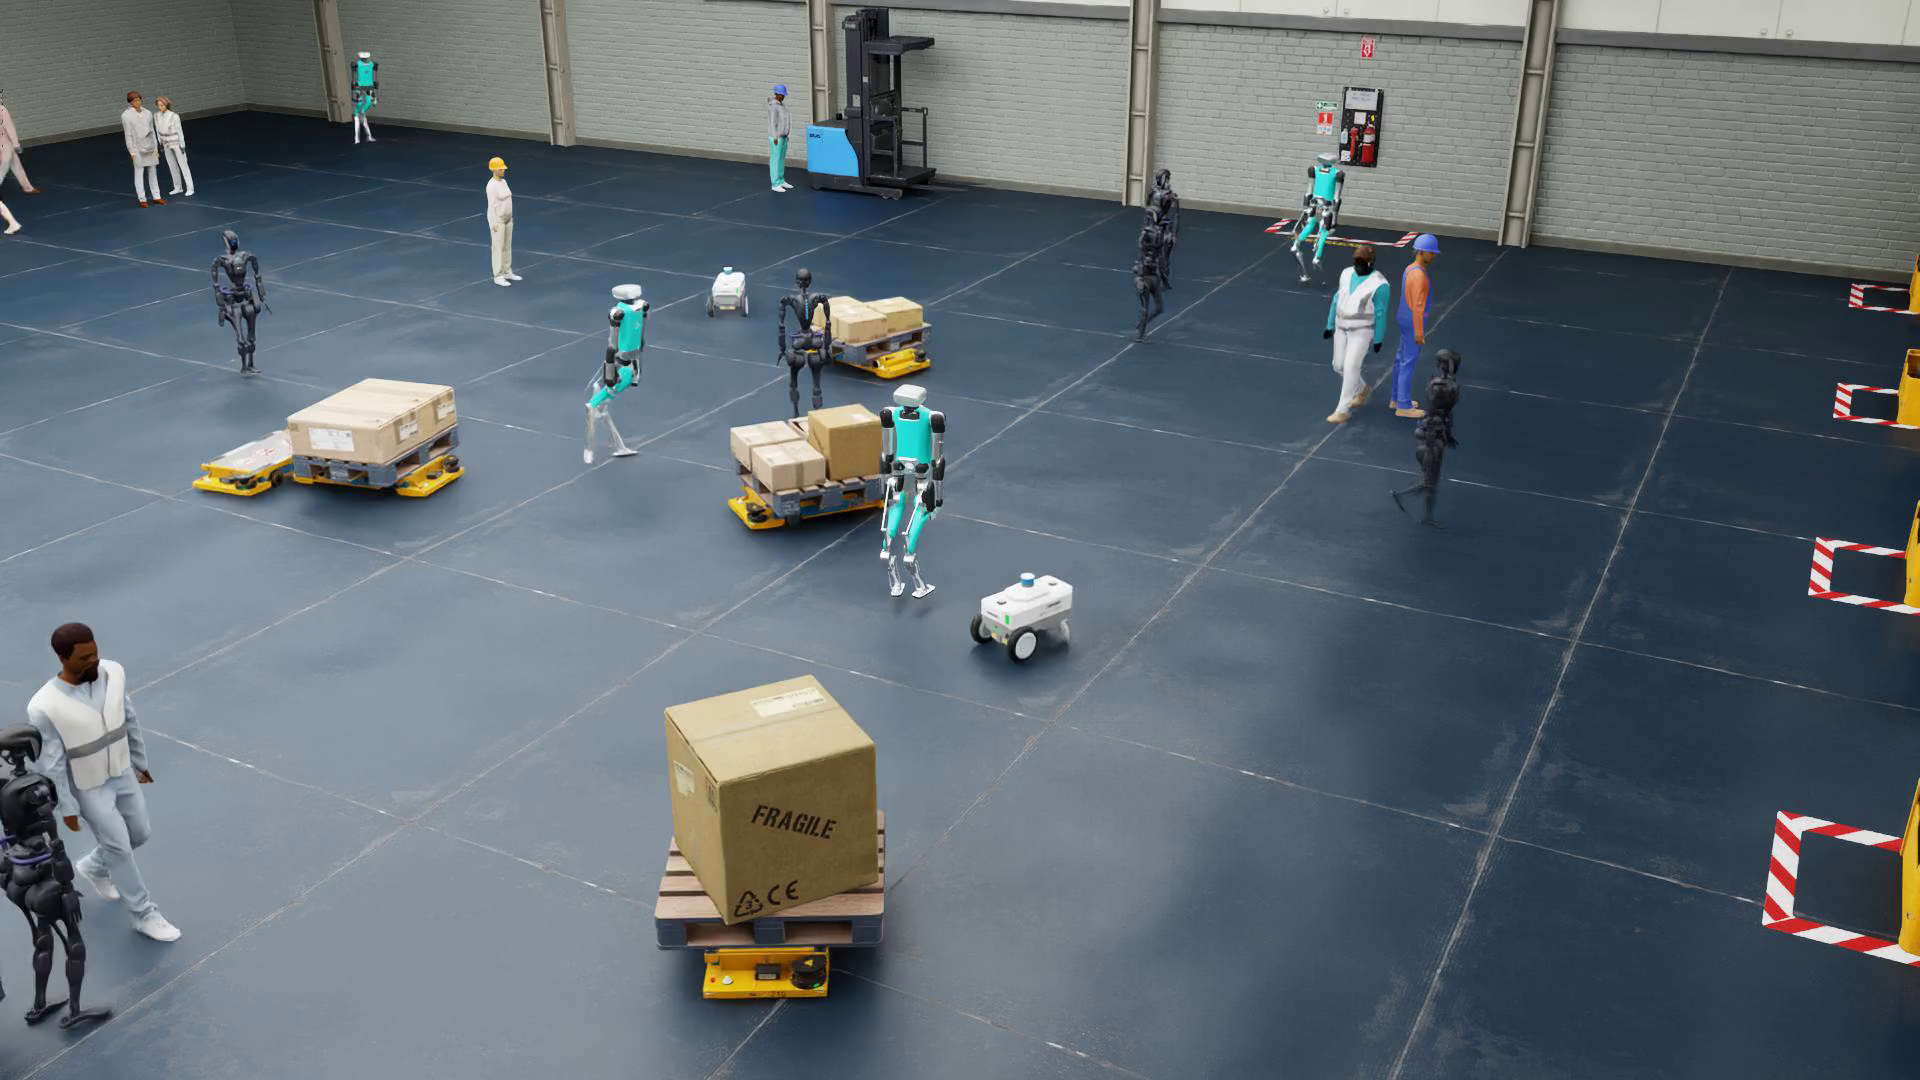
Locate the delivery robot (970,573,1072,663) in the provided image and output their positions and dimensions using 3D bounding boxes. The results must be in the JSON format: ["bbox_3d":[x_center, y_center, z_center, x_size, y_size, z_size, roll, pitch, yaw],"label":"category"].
[{"bbox_3d":[0.485,0.563,12.513,0.785,0.613,0.525,-18,29,-36],"label":"delivery robot"}]

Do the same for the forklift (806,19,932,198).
[{"bbox_3d":[-1.573,-7.292,27.850,1.873,2.768,1.129,12,26,25],"label":"forklift"}]

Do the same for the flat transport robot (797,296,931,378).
[{"bbox_3d":[-1.079,-2.156,19.181,1.431,0.231,0.659,21,31,40],"label":"flat transport robot"}]

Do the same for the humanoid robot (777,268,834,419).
[{"bbox_3d":[-1.576,-1.940,16.910,0.585,1.633,0.469,-7,24,-15],"label":"humanoid robot"}]

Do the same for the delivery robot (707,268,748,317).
[{"bbox_3d":[-2.938,-3.152,21.150,0.499,0.604,0.808,0,23,-1],"label":"delivery robot"}]

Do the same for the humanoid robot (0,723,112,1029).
[{"bbox_3d":[-4.699,1.699,8.440,0.603,1.645,0.381,16,28,32],"label":"humanoid robot"}]

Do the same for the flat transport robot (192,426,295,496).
[{"bbox_3d":[-6.589,-0.771,15.958,0.659,0.231,1.431,8,25,19],"label":"flat transport robot"}]

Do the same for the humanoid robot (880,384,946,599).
[{"bbox_3d":[-0.440,-0.315,12.866,0.533,1.677,0.735,8,24,18],"label":"humanoid robot"}]

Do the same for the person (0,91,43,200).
[{"bbox_3d":[-15.814,-6.561,27.430,0.643,1.870,0.978,17,28,34],"label":"person"}]

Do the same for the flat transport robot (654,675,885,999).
[{"bbox_3d":[-1.024,2.062,9.363,0.659,0.231,1.431,-1,23,-1],"label":"flat transport robot"}]

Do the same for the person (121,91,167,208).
[{"bbox_3d":[-13.208,-6.322,26.903,0.369,1.833,0.504,17,29,34],"label":"person"}]

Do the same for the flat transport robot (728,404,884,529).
[{"bbox_3d":[-1.344,-0.408,15.112,1.431,0.231,0.659,-11,26,-24],"label":"flat transport robot"}]

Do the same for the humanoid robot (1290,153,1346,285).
[{"bbox_3d":[4.698,-4.190,22.095,0.545,1.793,0.854,19,29,37],"label":"humanoid robot"}]

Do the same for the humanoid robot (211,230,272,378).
[{"bbox_3d":[-8.007,-2.642,18.539,0.489,1.643,0.584,20,30,38],"label":"humanoid robot"}]

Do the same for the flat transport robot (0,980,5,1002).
[{"bbox_3d":[-5.498,2.584,8.148,0.659,0.231,1.431,1,23,3],"label":"flat transport robot"}]

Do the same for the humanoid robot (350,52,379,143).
[{"bbox_3d":[-11.623,-8.583,32.295,0.575,1.789,0.801,-19,30,-37],"label":"humanoid robot"}]

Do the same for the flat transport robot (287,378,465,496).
[{"bbox_3d":[-5.486,-0.668,15.719,1.431,0.231,0.659,7,24,15],"label":"flat transport robot"}]

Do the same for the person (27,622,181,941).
[{"bbox_3d":[-4.707,1.296,9.089,0.725,1.896,0.600,8,24,18],"label":"person"}]

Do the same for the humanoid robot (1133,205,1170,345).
[{"bbox_3d":[2.229,-3.143,19.690,0.376,1.644,0.601,16,28,32],"label":"humanoid robot"}]

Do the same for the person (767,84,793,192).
[{"bbox_3d":[-3.051,-6.795,28.083,0.362,1.770,0.532,6,24,14],"label":"person"}]

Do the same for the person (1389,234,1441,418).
[{"bbox_3d":[4.722,-2.231,17.286,0.371,1.904,0.519,1,23,3],"label":"person"}]

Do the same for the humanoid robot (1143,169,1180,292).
[{"bbox_3d":[2.667,-4.063,21.847,0.602,1.645,0.435,21,31,40],"label":"humanoid robot"}]

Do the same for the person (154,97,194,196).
[{"bbox_3d":[-13.110,-6.553,27.703,0.526,1.628,0.322,9,25,20],"label":"person"}]

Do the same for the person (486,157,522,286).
[{"bbox_3d":[-6.150,-4.280,22.314,0.325,1.695,0.483,5,24,12],"label":"person"}]

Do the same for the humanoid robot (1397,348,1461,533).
[{"bbox_3d":[4.079,-0.880,14.480,0.466,1.680,0.590,14,27,29],"label":"humanoid robot"}]

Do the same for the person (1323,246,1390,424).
[{"bbox_3d":[4.095,-2.152,17.202,0.725,1.819,0.633,-14,27,-29],"label":"person"}]

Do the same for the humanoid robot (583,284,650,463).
[{"bbox_3d":[-3.433,-1.620,16.075,0.887,1.770,0.593,11,25,23],"label":"humanoid robot"}]

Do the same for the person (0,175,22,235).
[{"bbox_3d":[-14.682,-5.518,25.031,0.949,1.833,0.522,3,23,8],"label":"person"}]
